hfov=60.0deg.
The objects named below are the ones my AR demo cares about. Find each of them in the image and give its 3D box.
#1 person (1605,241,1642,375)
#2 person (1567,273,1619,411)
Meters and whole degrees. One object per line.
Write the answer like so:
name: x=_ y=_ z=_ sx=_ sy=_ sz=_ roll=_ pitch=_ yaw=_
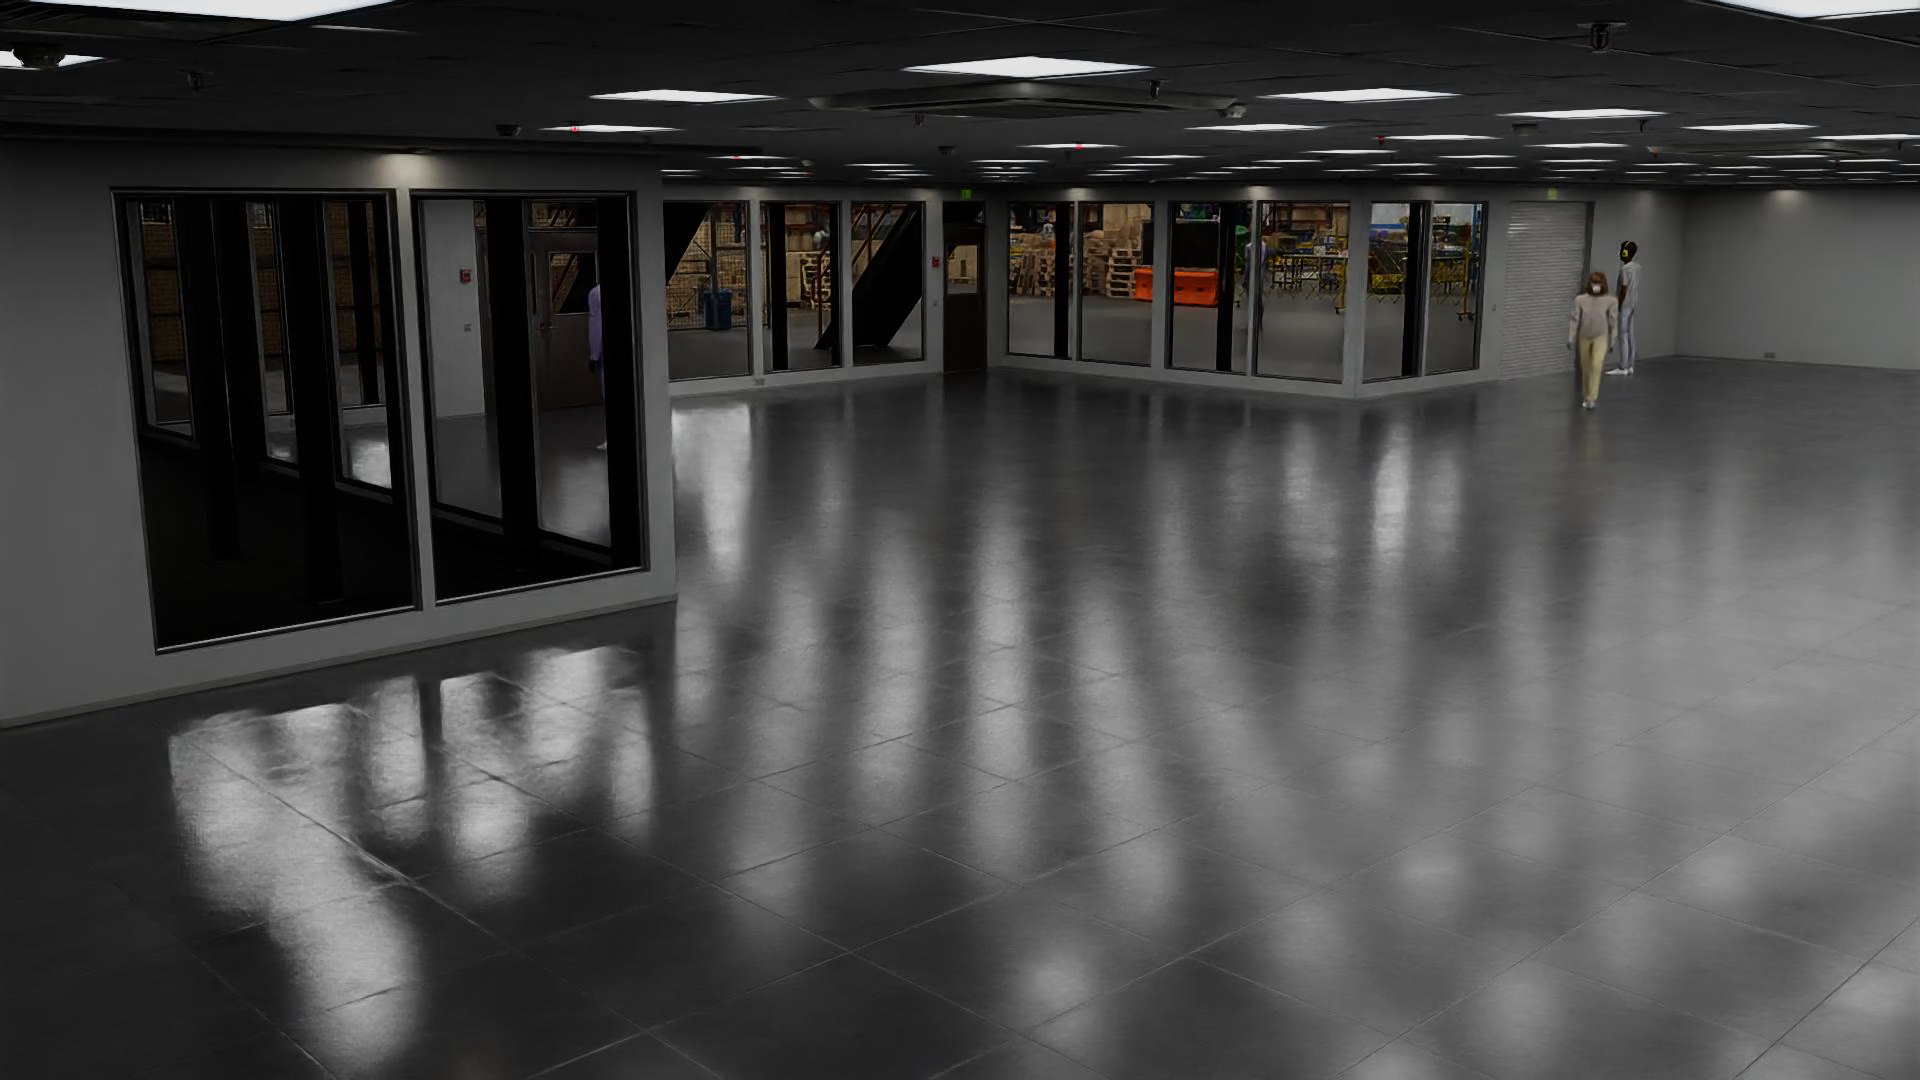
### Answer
person: x=9.313 y=-3.241 z=23.294 sx=0.517 sy=1.874 sz=0.328 roll=-10 pitch=15 yaw=-42
person: x=7.350 y=-2.306 z=19.326 sx=0.502 sy=1.589 sz=0.869 roll=7 pitch=13 yaw=32
